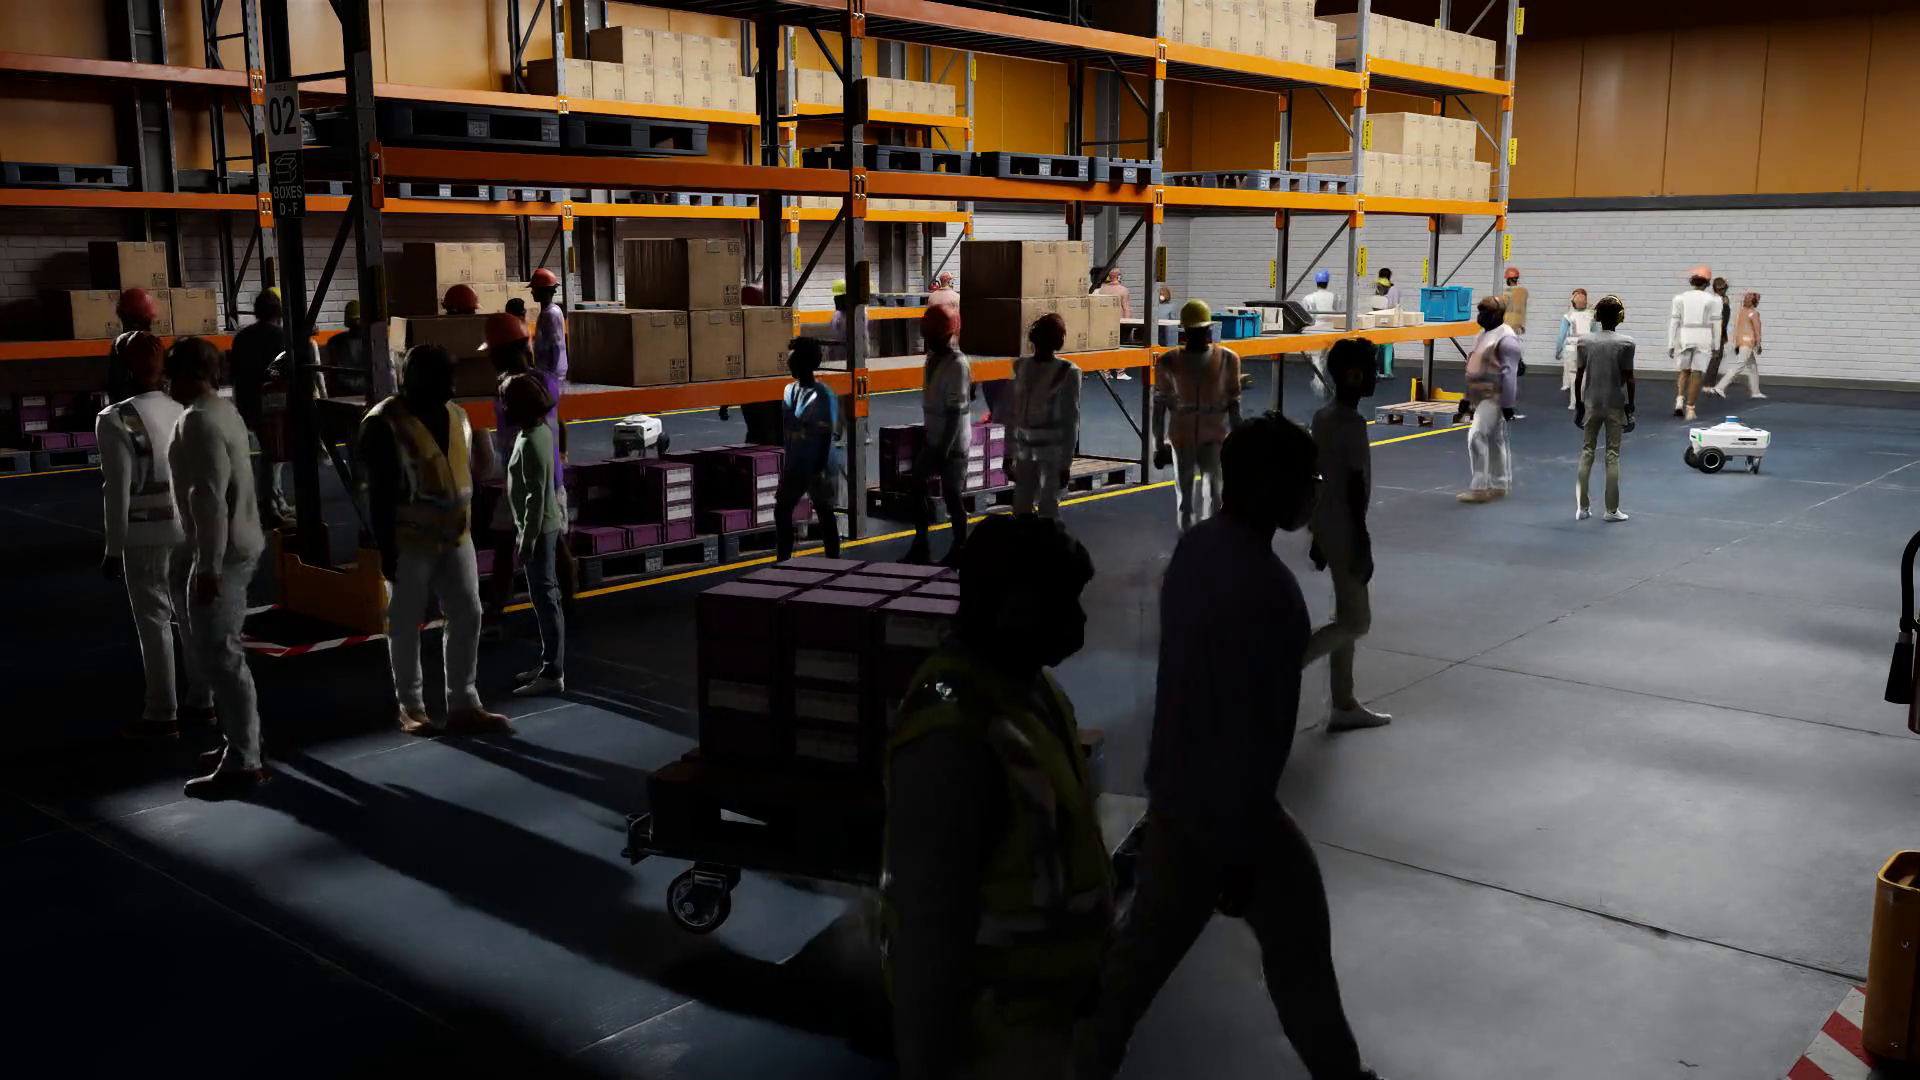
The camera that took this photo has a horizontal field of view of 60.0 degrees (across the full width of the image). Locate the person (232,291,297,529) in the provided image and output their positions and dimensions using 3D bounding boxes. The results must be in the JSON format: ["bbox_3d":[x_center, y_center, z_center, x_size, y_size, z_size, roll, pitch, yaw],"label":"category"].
[{"bbox_3d":[-5.611,-1.059,13.568,0.643,1.908,0.679,4,11,22],"label":"person"}]

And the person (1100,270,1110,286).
[{"bbox_3d":[2.734,-4.156,31.255,0.513,1.872,0.328,8,13,39],"label":"person"}]

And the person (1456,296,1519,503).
[{"bbox_3d":[4.644,-1.246,14.805,0.696,1.823,0.621,0,10,-3],"label":"person"}]

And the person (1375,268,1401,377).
[{"bbox_3d":[7.462,-3.796,29.109,0.607,1.906,0.412,-7,12,-36],"label":"person"}]

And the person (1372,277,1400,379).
[{"bbox_3d":[7.317,-3.629,28.606,0.631,1.746,0.540,-3,10,-16],"label":"person"}]

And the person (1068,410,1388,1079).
[{"bbox_3d":[0.687,0.624,4.015,1.062,1.876,0.637,-2,10,-10],"label":"person"}]

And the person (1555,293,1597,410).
[{"bbox_3d":[8.591,-2.634,23.270,0.546,1.615,0.588,-2,10,-9],"label":"person"}]

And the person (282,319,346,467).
[{"bbox_3d":[-6.739,-1.538,17.069,0.733,1.605,0.501,-7,12,-35],"label":"person"}]

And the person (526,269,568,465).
[{"bbox_3d":[-4.167,-1.712,16.845,0.381,2.045,0.605,-3,10,-15],"label":"person"}]

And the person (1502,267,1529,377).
[{"bbox_3d":[9.501,-3.724,28.623,0.575,1.925,0.446,-4,11,-23],"label":"person"}]

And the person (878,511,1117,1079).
[{"bbox_3d":[0.053,0.833,3.101,0.891,1.792,0.668,2,10,11],"label":"person"}]

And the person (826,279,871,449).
[{"bbox_3d":[-1.357,-1.972,18.728,0.874,1.892,0.623,-8,13,-37],"label":"person"}]

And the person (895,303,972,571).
[{"bbox_3d":[-0.146,-0.668,11.337,0.664,1.884,0.594,-5,11,-29],"label":"person"}]

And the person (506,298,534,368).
[{"bbox_3d":[-4.970,-1.879,18.777,0.535,1.700,0.318,8,13,39],"label":"person"}]

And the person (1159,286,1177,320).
[{"bbox_3d":[3.493,-3.551,28.549,0.495,1.606,0.766,6,12,31],"label":"person"}]

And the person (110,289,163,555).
[{"bbox_3d":[-6.069,-0.868,12.313,0.427,1.961,0.684,-3,10,-14],"label":"person"}]

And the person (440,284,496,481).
[{"bbox_3d":[-3.814,-0.989,12.923,0.497,1.982,0.664,2,10,12],"label":"person"}]

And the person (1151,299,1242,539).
[{"bbox_3d":[1.619,-0.683,11.361,0.631,1.904,0.614,2,10,9],"label":"person"}]

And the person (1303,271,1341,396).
[{"bbox_3d":[5.524,-3.180,25.621,0.634,1.891,0.983,-1,10,-4],"label":"person"}]

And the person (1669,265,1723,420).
[{"bbox_3d":[9.652,-2.580,21.815,0.623,2.026,0.443,9,13,40],"label":"person"}]

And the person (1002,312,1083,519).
[{"bbox_3d":[0.501,-0.539,10.749,0.357,1.853,0.704,-9,14,-43],"label":"person"}]

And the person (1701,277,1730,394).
[{"bbox_3d":[11.745,-3.162,25.822,0.343,1.814,0.547,9,13,41],"label":"person"}]

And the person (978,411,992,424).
[{"bbox_3d":[0.470,-1.938,18.972,0.706,1.743,0.539,-4,11,-20],"label":"person"}]

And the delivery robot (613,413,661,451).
[{"bbox_3d":[-3.428,-1.161,17.677,0.477,0.478,0.707,1,10,7],"label":"delivery robot"}]

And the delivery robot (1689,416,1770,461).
[{"bbox_3d":[7.779,-1.008,16.809,0.707,0.478,0.477,1,10,7],"label":"delivery robot"}]

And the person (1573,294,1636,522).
[{"bbox_3d":[5.329,-1.082,13.740,0.513,1.877,0.328,8,13,39],"label":"person"}]

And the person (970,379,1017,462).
[{"bbox_3d":[0.408,-1.577,16.629,0.666,1.863,1.003,7,12,36],"label":"person"}]

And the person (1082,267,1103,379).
[{"bbox_3d":[2.320,-3.714,28.568,0.631,1.914,0.979,4,11,24],"label":"person"}]

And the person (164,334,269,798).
[{"bbox_3d":[-3.120,0.092,7.019,0.363,1.898,0.682,-4,11,-20],"label":"person"}]

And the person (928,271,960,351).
[{"bbox_3d":[-0.172,-3.057,24.880,0.643,1.913,0.410,8,13,39],"label":"person"}]

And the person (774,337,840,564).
[{"bbox_3d":[-1.067,-0.466,10.769,0.683,1.671,0.552,-9,13,-41],"label":"person"}]

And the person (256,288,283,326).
[{"bbox_3d":[-7.296,-1.785,17.860,0.590,1.833,0.404,8,13,39],"label":"person"}]

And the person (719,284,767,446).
[{"bbox_3d":[-1.803,-1.219,14.320,0.646,1.938,1.044,7,12,35],"label":"person"}]

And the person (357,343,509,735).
[{"bbox_3d":[-2.450,0.013,7.673,0.537,1.818,0.711,6,12,32],"label":"person"}]

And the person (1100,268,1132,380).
[{"bbox_3d":[2.677,-3.698,28.533,0.643,1.913,0.410,8,13,39],"label":"person"}]

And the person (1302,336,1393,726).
[{"bbox_3d":[1.722,-0.014,7.726,0.618,1.854,0.544,-1,10,-5],"label":"person"}]

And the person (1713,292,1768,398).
[{"bbox_3d":[11.747,-2.916,24.955,0.826,1.601,0.521,0,10,2],"label":"person"}]

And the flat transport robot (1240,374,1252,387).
[{"bbox_3d":[4.181,-2.524,26.515,0.652,0.197,1.431,4,11,22],"label":"flat transport robot"}]

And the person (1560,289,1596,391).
[{"bbox_3d":[9.726,-3.140,26.207,0.513,1.614,0.639,8,13,39],"label":"person"}]

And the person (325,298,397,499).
[{"bbox_3d":[-5.391,-1.270,14.998,0.606,1.817,0.497,-1,10,-8],"label":"person"}]

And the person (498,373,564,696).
[{"bbox_3d":[-2.164,-0.030,8.437,0.279,1.633,0.499,-2,10,-9],"label":"person"}]

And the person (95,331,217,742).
[{"bbox_3d":[-3.694,-0.015,7.646,0.355,1.882,0.575,4,11,20],"label":"person"}]

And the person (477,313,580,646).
[{"bbox_3d":[-2.512,-0.332,9.432,0.545,1.881,0.907,7,12,35],"label":"person"}]
